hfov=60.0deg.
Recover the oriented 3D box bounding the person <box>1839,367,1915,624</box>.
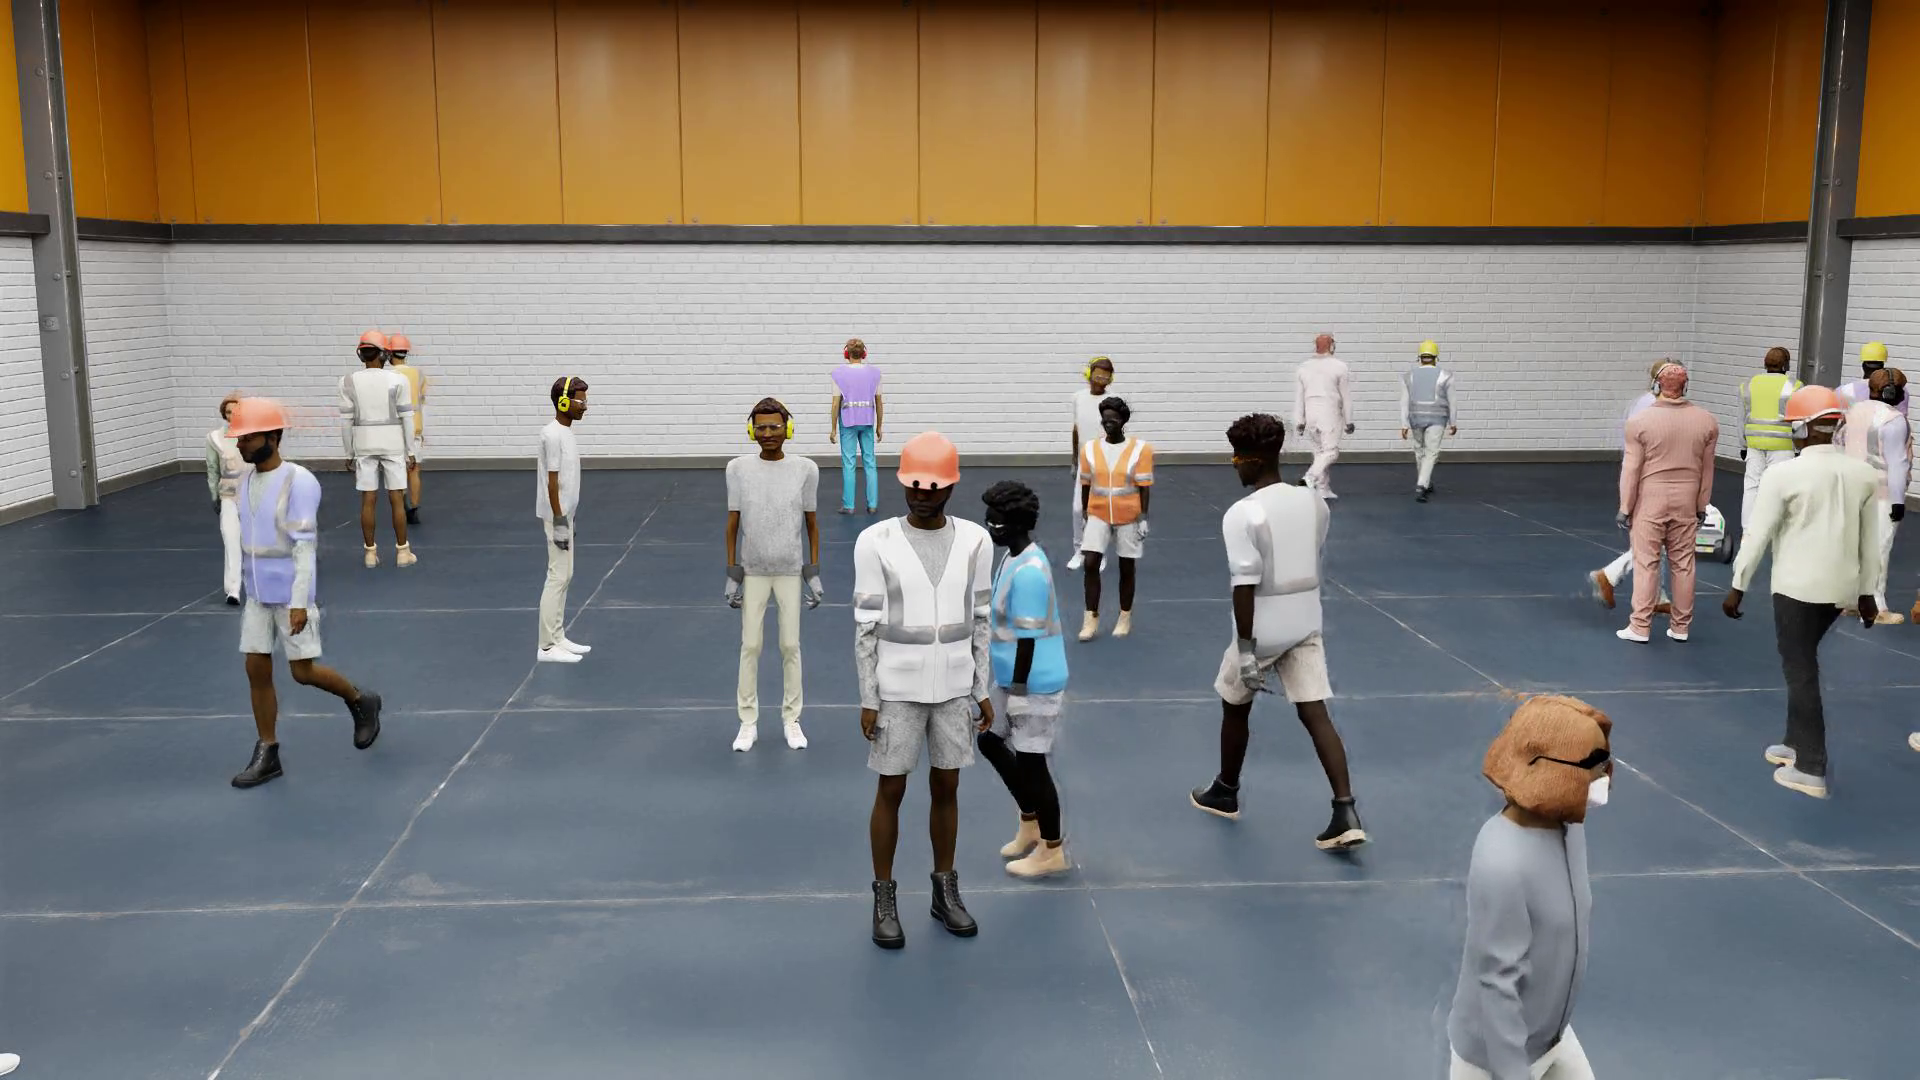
[{"bbox_3d":[6.623,-0.324,12.014,0.429,1.842,0.636,-1,9,-5],"label":"person"}]

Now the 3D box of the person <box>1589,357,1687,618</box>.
[{"bbox_3d":[4.972,-0.368,12.019,0.665,1.915,0.634,1,9,8],"label":"person"}]

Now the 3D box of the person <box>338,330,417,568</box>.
[{"bbox_3d":[-4.964,-0.772,14.231,0.605,2.033,0.392,-1,9,-8],"label":"person"}]

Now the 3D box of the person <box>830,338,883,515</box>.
[{"bbox_3d":[-1.072,-1.174,17.339,0.568,1.843,0.374,-3,10,-21],"label":"person"}]

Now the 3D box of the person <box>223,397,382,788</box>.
[{"bbox_3d":[-3.323,0.233,8.290,0.547,1.918,0.749,4,10,26],"label":"person"}]

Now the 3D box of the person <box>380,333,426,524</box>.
[{"bbox_3d":[-5.584,-1.101,16.637,0.413,1.924,0.547,8,12,41],"label":"person"}]

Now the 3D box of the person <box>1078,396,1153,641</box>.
[{"bbox_3d":[1.037,-0.129,11.319,0.538,1.677,0.630,3,9,17],"label":"person"}]

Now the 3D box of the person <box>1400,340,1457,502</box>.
[{"bbox_3d":[5.202,-1.330,18.515,0.585,1.800,0.921,6,11,33],"label":"person"}]

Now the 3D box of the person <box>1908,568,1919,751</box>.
[{"bbox_3d":[5.082,0.246,8.156,0.621,1.944,1.045,-1,9,-9],"label":"person"}]

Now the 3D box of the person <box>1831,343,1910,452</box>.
[{"bbox_3d":[7.840,-0.737,14.411,0.618,1.923,0.475,3,10,18],"label":"person"}]

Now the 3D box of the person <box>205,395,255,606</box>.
[{"bbox_3d":[-5.439,-0.298,12.646,0.520,1.590,0.872,-3,10,-19],"label":"person"}]

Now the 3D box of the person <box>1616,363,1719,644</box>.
[{"bbox_3d":[4.767,-0.241,11.295,0.639,1.908,0.409,-1,9,-4],"label":"person"}]

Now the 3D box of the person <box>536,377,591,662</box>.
[{"bbox_3d":[-2.571,-0.133,10.805,0.369,1.853,0.490,0,9,-1],"label":"person"}]

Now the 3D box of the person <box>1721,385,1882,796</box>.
[{"bbox_3d":[4.096,0.226,8.170,0.647,1.962,0.753,-3,9,-16],"label":"person"}]

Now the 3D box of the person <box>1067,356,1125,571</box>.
[{"bbox_3d":[1.157,-0.625,13.940,0.540,1.828,0.515,4,10,23],"label":"person"}]

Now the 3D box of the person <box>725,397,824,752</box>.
[{"bbox_3d":[-0.978,0.180,8.758,0.521,1.873,0.336,-1,9,-6],"label":"person"}]

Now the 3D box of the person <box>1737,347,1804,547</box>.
[{"bbox_3d":[7.509,-0.857,15.375,0.429,1.841,0.635,-7,11,-38],"label":"person"}]

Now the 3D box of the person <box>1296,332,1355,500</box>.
[{"bbox_3d":[3.963,-1.338,18.263,0.814,1.884,0.633,-8,12,-41],"label":"person"}]

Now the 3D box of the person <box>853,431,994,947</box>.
[{"bbox_3d":[-0.122,0.552,6.228,0.546,1.934,0.376,-3,10,-19],"label":"person"}]

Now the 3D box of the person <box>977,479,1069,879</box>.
[{"bbox_3d":[0.270,0.577,6.861,0.392,1.667,0.580,0,9,-3],"label":"person"}]

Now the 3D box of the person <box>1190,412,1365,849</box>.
[{"bbox_3d":[1.430,0.393,7.330,0.640,1.917,1.025,-5,10,-28],"label":"person"}]

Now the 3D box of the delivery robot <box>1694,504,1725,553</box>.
[{"bbox_3d":[6.531,-0.150,14.657,0.477,0.478,0.707,3,10,20],"label":"delivery robot"}]

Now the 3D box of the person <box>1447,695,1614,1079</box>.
[{"bbox_3d":[1.269,1.127,3.601,0.553,1.610,0.518,8,12,41],"label":"person"}]
